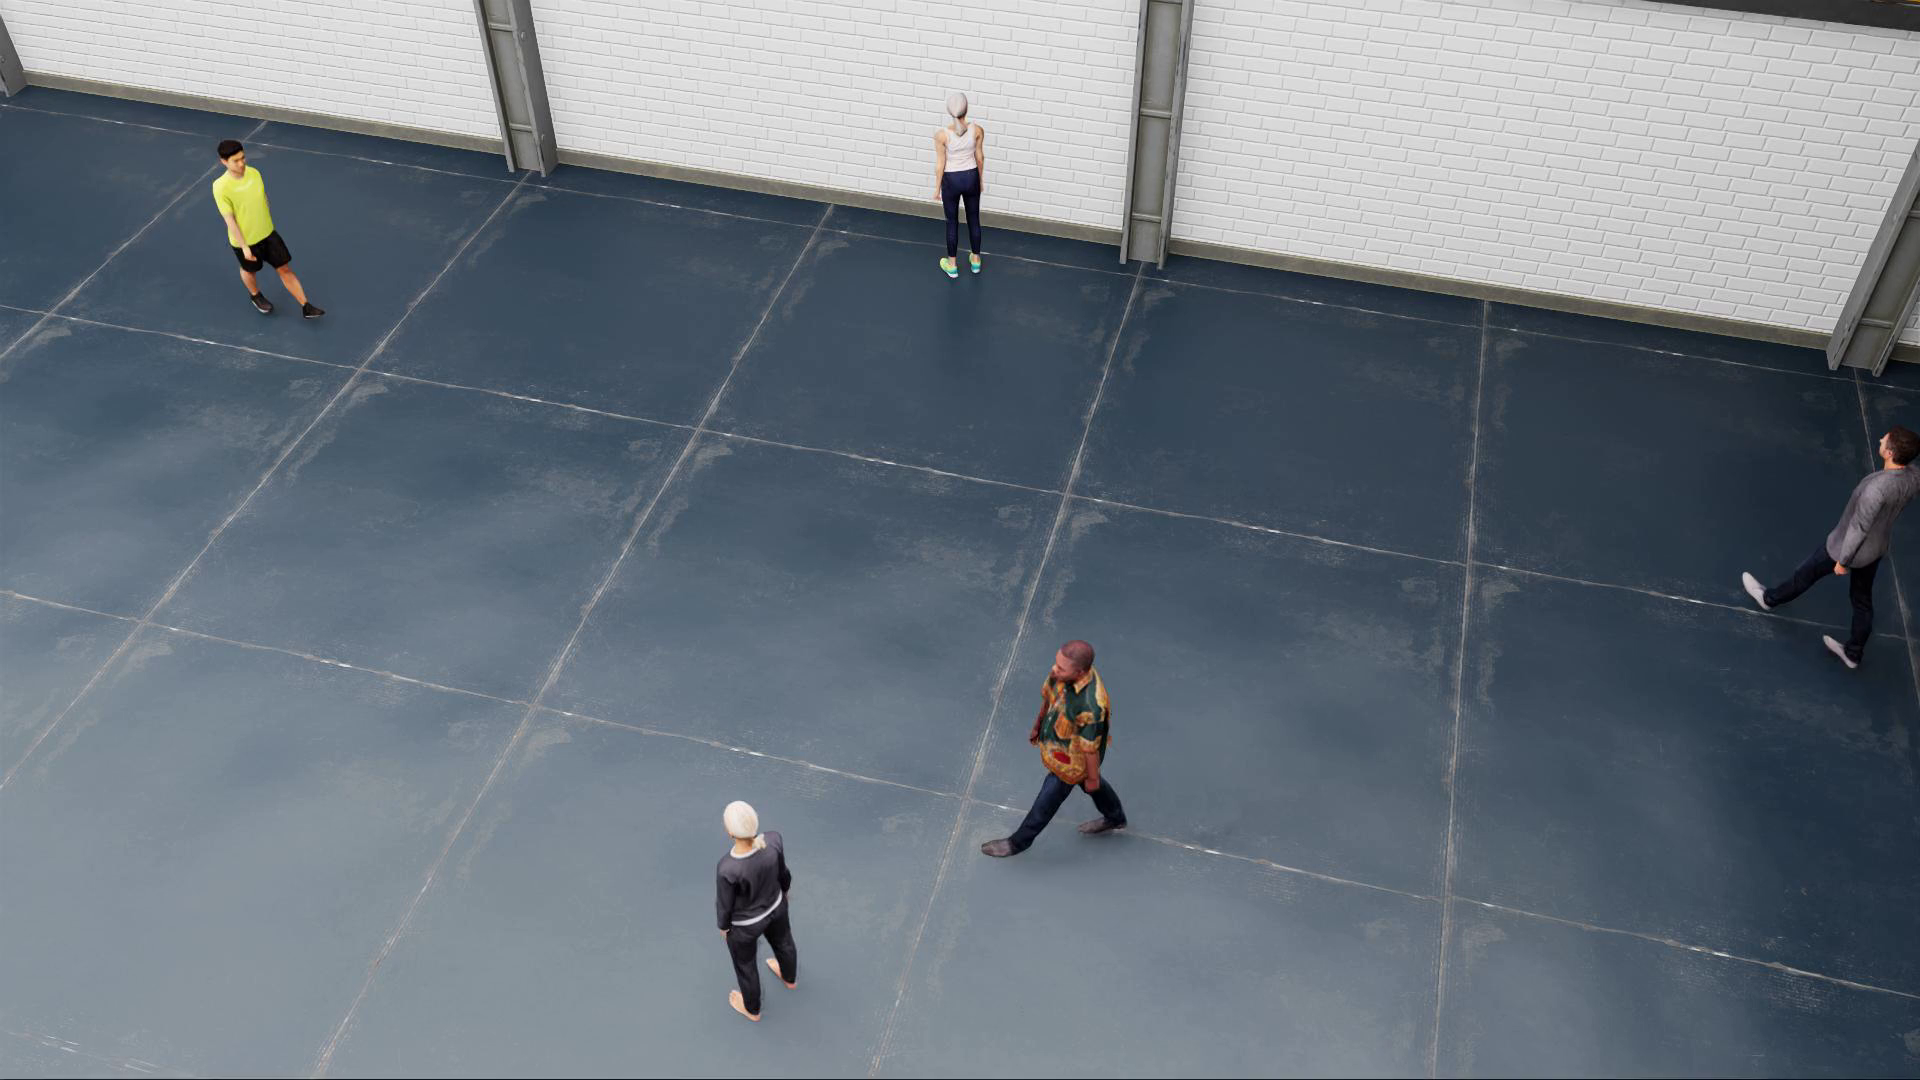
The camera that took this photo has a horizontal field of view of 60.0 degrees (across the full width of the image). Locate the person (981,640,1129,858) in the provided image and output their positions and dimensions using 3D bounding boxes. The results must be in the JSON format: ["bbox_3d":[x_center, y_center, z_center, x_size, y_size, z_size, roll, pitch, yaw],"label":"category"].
[{"bbox_3d":[0.748,1.226,9.767,1.293,1.753,1.076,-10,44,-10],"label":"person"}]

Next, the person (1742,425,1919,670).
[{"bbox_3d":[5.944,0.098,10.906,1.226,1.816,1.254,-19,47,-19],"label":"person"}]

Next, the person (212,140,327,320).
[{"bbox_3d":[-5.943,-2.571,13.819,1.151,1.661,0.889,28,50,26],"label":"person"}]

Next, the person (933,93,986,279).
[{"bbox_3d":[0.005,-3.041,14.281,0.637,1.705,0.743,-11,45,-11],"label":"person"}]

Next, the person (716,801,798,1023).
[{"bbox_3d":[-1.102,1.986,8.989,0.685,1.726,0.687,-34,53,-31],"label":"person"}]
